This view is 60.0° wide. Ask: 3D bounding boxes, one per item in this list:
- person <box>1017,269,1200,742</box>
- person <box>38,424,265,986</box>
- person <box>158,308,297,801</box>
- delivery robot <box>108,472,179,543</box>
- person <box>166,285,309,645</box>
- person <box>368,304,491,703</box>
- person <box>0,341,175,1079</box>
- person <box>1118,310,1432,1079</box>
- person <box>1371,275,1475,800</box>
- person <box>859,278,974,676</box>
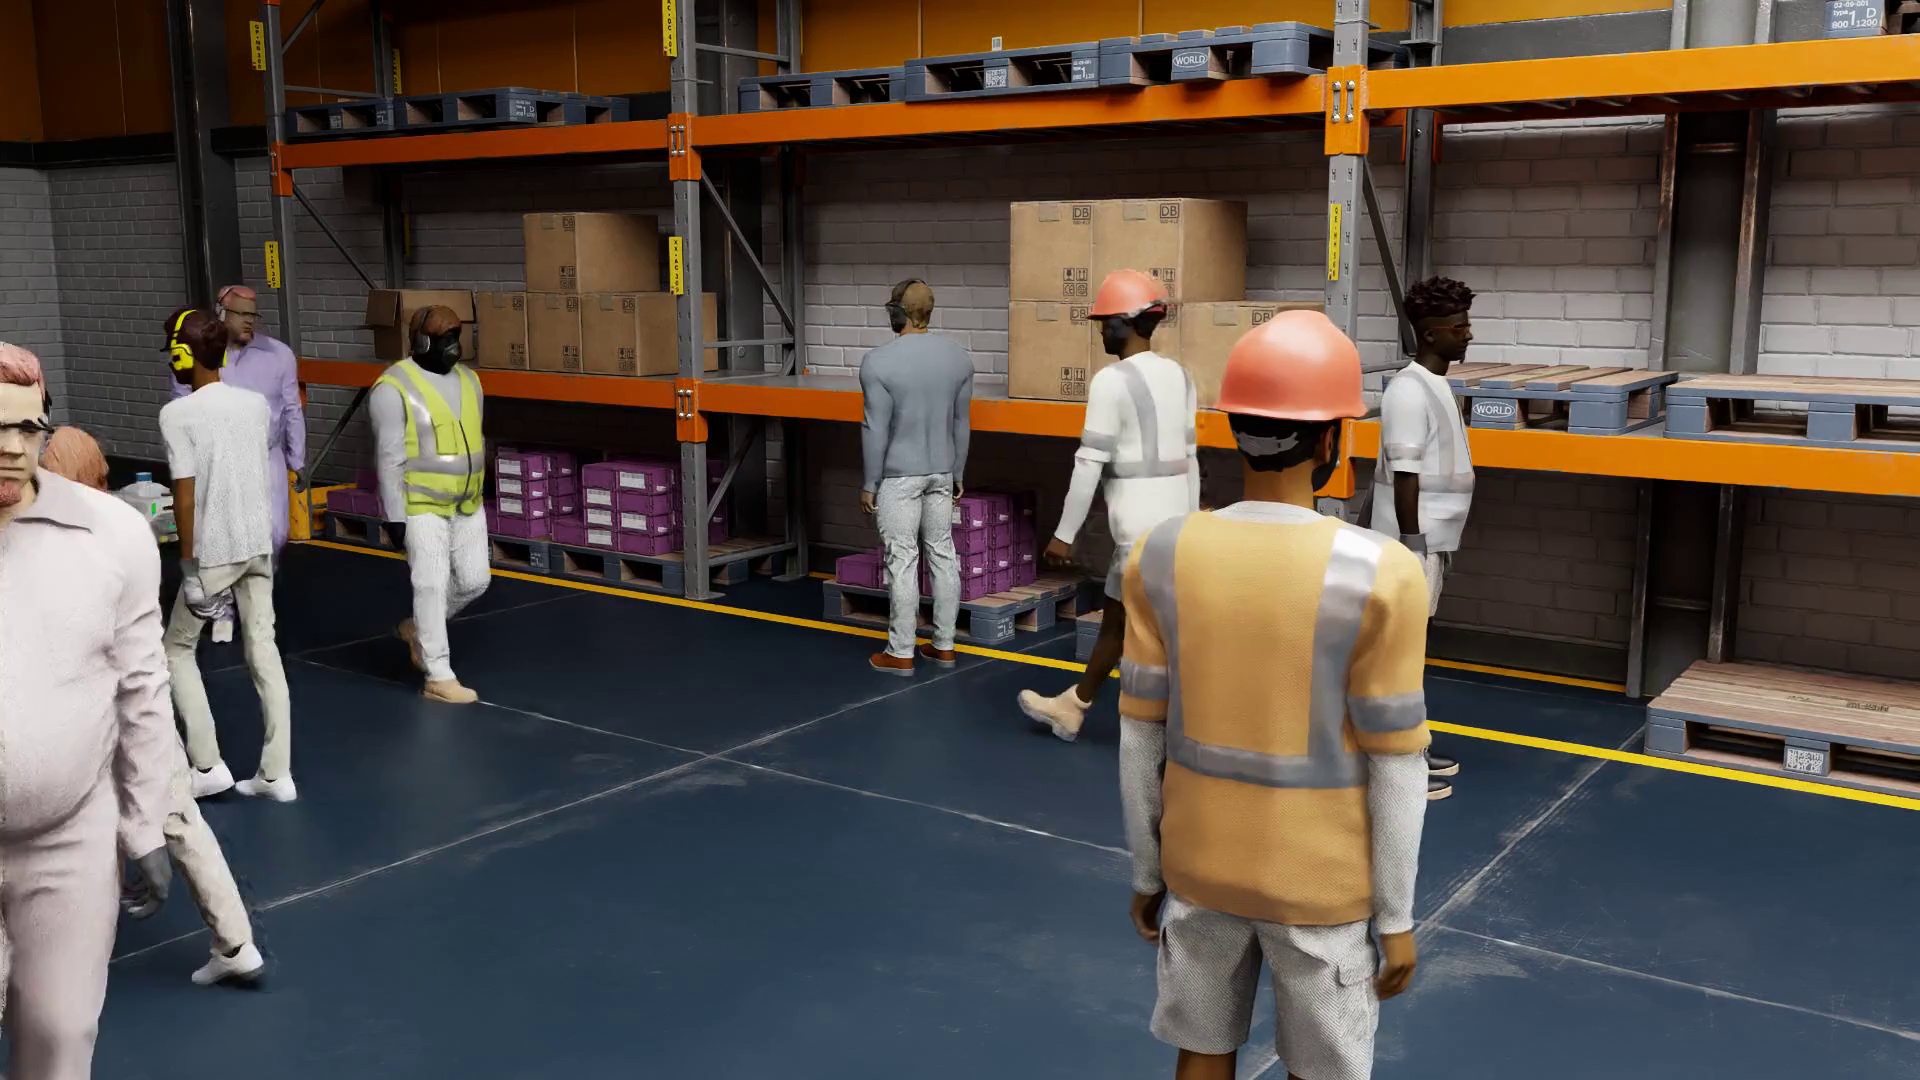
[{"bbox_3d":[0.659,-0.076,6.651,1.048,1.980,0.614,6,11,32],"label":"person"},{"bbox_3d":[-2.349,0.475,4.552,0.882,1.593,0.525,3,10,16],"label":"person"},{"bbox_3d":[-2.760,0.071,6.208,0.618,1.847,0.539,5,11,27],"label":"person"},{"bbox_3d":[-5.644,-0.227,11.530,0.707,0.478,0.477,6,11,33],"label":"delivery robot"},{"bbox_3d":[-3.826,-0.396,8.833,0.709,1.890,0.415,-5,11,-30],"label":"person"},{"bbox_3d":[-2.459,-0.169,7.690,0.574,1.833,0.631,6,11,30],"label":"person"},{"bbox_3d":[-1.819,0.563,3.155,0.643,1.884,0.451,-8,13,-40],"label":"person"},{"bbox_3d":[0.547,0.575,2.921,0.546,1.939,0.375,6,11,33],"label":"person"},{"bbox_3d":[1.766,-0.017,6.361,0.368,1.967,0.600,4,10,24],"label":"person"},{"bbox_3d":[-0.224,-0.304,8.151,0.632,1.940,0.368,-7,12,-36],"label":"person"}]
